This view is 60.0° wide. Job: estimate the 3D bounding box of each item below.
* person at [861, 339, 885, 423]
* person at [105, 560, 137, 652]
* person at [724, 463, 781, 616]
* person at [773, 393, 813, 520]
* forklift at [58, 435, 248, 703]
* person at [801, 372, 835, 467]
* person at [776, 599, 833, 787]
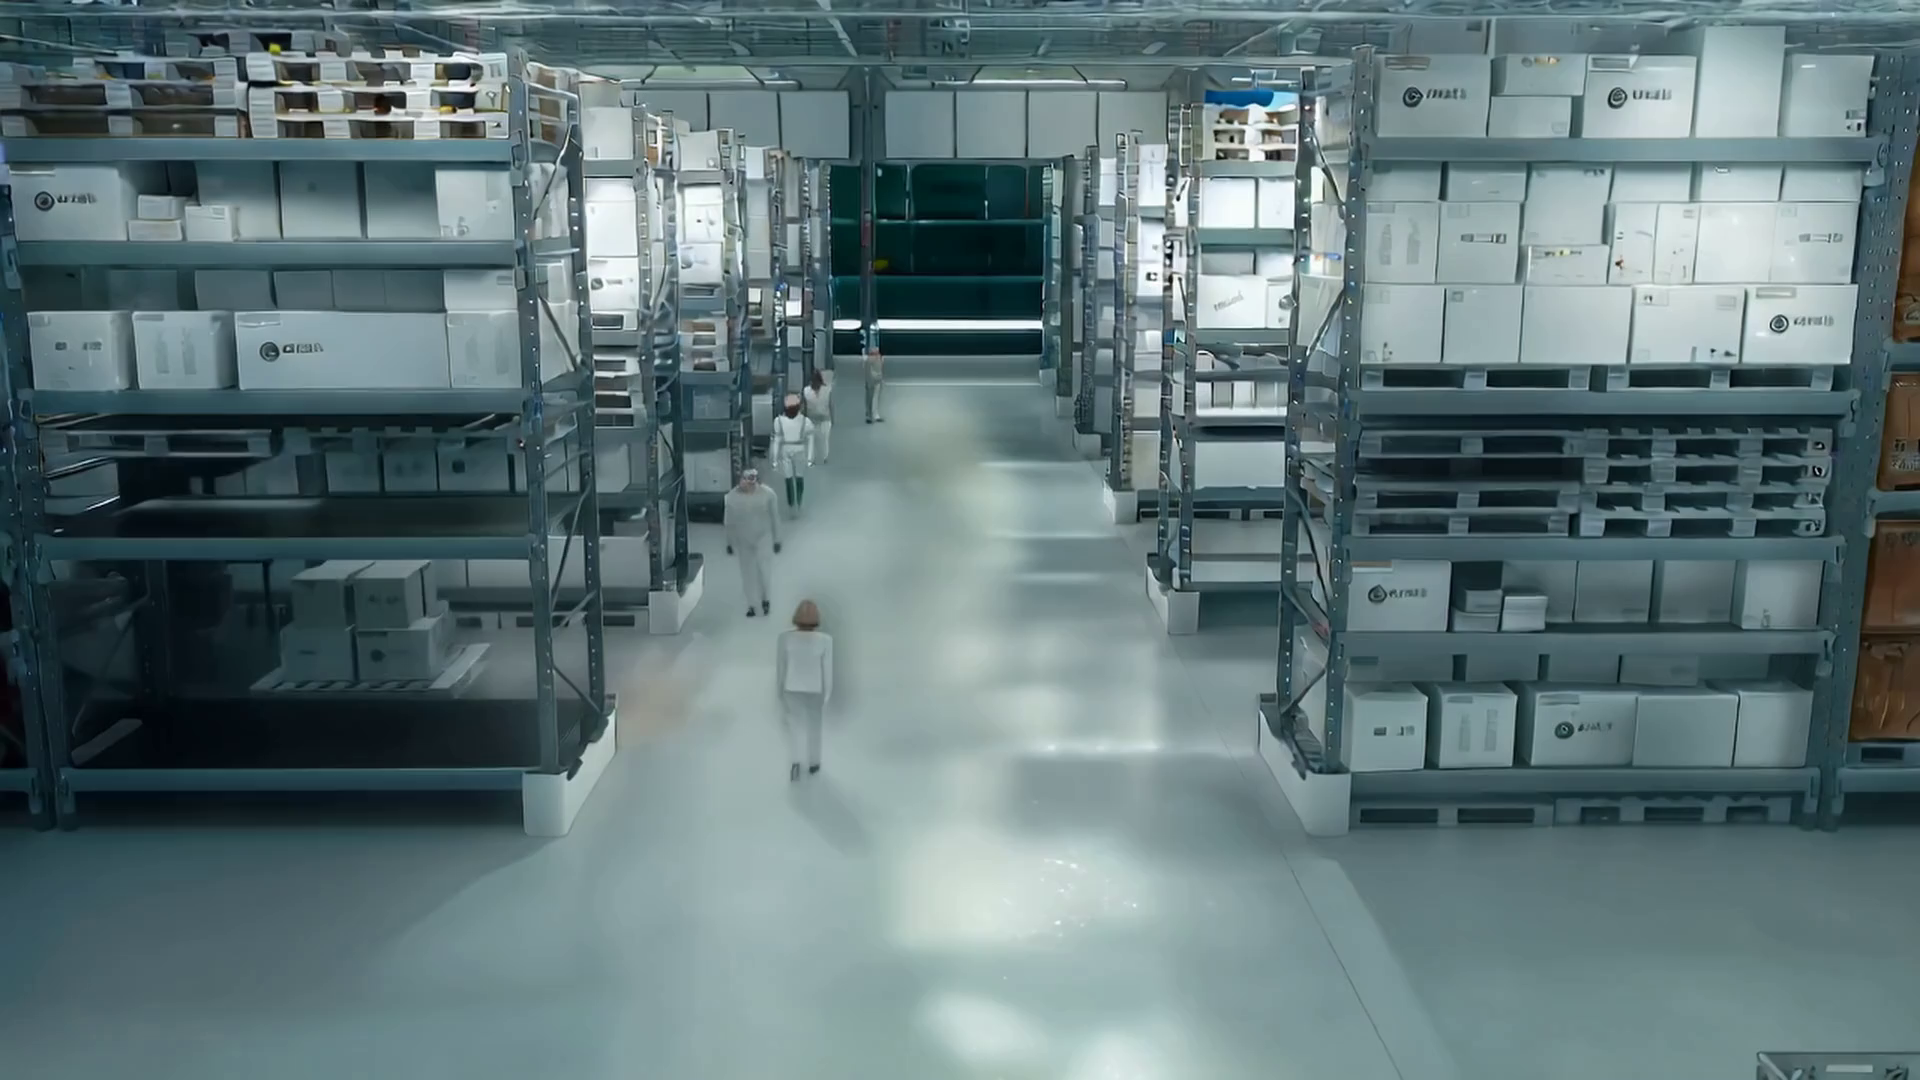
[{"bbox_3d":[-1.966,-3.650,38.202,0.408,1.913,0.642,9,15,38],"label":"person"},{"bbox_3d":[-8.285,0.833,16.513,0.320,1.698,0.531,-11,15,-42],"label":"person"},{"bbox_3d":[-2.527,-0.002,20.165,0.687,1.887,0.461,0,11,-1],"label":"person"},{"bbox_3d":[-2.659,-1.335,26.448,0.625,2.024,0.467,0,11,-1],"label":"person"},{"bbox_3d":[-8.061,0.188,16.766,1.873,2.768,1.129,0,11,-1],"label":"forklift"},{"bbox_3d":[-2.708,-2.282,31.634,0.652,1.826,0.445,0,11,1],"label":"person"},{"bbox_3d":[-1.341,1.314,14.343,0.500,1.612,0.712,-1,11,-4],"label":"person"}]
